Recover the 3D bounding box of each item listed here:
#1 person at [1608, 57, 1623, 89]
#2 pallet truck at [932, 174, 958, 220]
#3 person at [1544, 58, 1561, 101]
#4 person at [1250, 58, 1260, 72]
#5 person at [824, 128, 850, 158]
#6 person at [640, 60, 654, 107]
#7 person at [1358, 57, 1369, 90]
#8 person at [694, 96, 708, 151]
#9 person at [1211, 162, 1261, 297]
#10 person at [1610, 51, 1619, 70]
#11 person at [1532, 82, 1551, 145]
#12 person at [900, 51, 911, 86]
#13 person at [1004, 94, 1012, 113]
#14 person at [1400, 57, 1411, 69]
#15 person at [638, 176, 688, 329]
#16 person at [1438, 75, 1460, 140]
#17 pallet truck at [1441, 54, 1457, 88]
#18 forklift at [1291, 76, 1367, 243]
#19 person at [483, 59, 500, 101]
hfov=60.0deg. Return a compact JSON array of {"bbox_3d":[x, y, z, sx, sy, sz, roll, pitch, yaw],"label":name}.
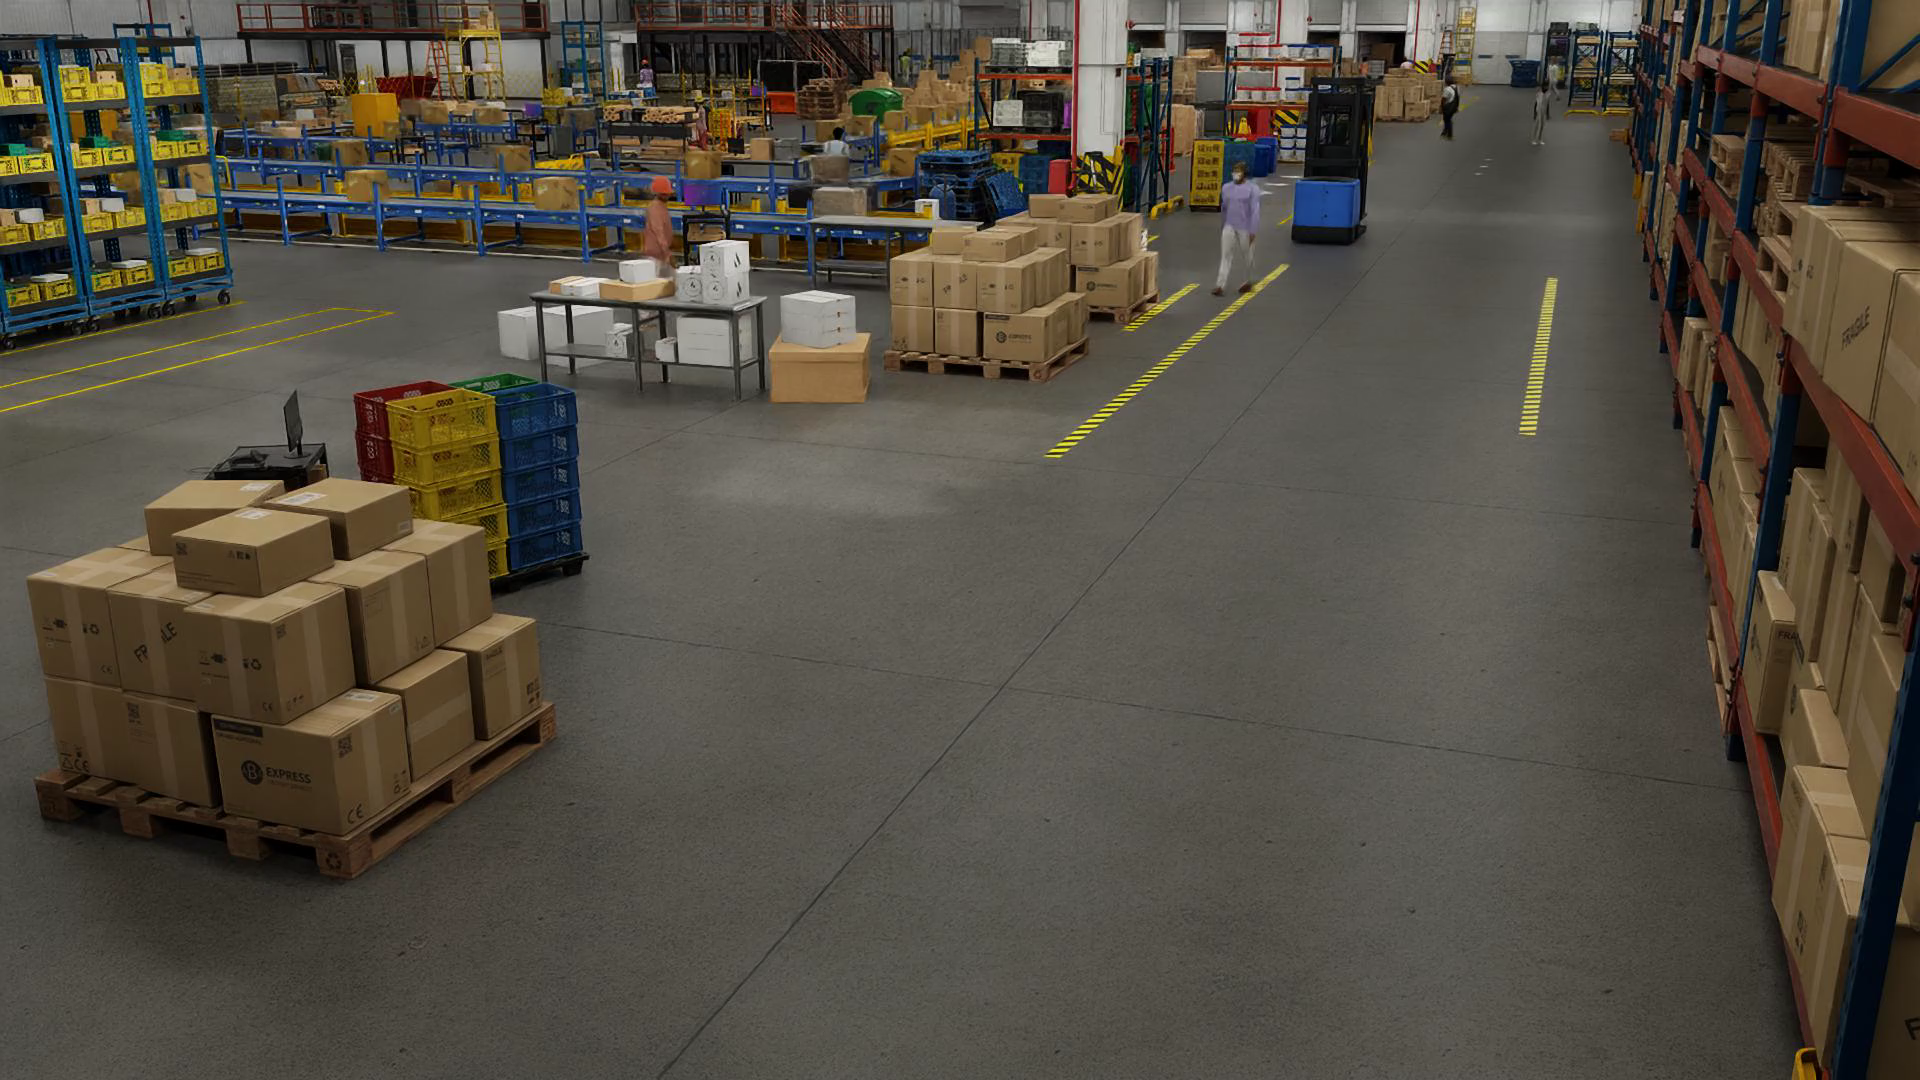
[{"bbox_3d":[31.346,-22.117,79.418,0.923,1.807,0.500,11,20,30],"label":"person"},{"bbox_3d":[-0.507,-5.292,27.348,0.653,1.274,1.630,6,19,19],"label":"pallet truck"},{"bbox_3d":[26.697,-20.701,74.813,0.999,1.904,0.644,-1,18,-4],"label":"person"},{"bbox_3d":[14.547,-22.974,82.190,0.484,1.744,0.294,4,18,13],"label":"person"},{"bbox_3d":[-2.515,-7.596,34.039,0.541,1.624,0.906,0,18,0],"label":"person"},{"bbox_3d":[-12.595,-18.232,66.817,0.608,2.034,0.397,-15,23,-40],"label":"person"},{"bbox_3d":[20.506,-23.760,84.762,0.538,1.675,0.628,-11,20,-30],"label":"person"},{"bbox_3d":[-6.887,-10.899,44.210,0.312,1.769,0.525,-6,19,-18],"label":"person"},{"bbox_3d":[3.953,-4.415,23.647,0.651,1.884,1.012,13,22,35],"label":"person"},{"bbox_3d":[33.522,-24.016,85.150,0.551,1.932,0.378,3,18,9],"label":"person"},{"bbox_3d":[17.658,-12.946,50.481,0.535,1.864,0.309,-5,18,-14],"label":"person"},{"bbox_3d":[-2.958,-25.540,90.122,0.623,1.823,0.752,2,18,5],"label":"person"},{"bbox_3d":[1.321,-10.902,44.142,0.602,1.810,0.654,5,18,16],"label":"person"},{"bbox_3d":[21.247,-22.168,79.526,0.631,1.829,0.431,-12,21,-32],"label":"person"},{"bbox_3d":[-3.700,-3.630,21.087,1.017,1.929,0.623,2,18,8],"label":"person"},{"bbox_3d":[15.309,-13.641,52.379,0.697,2.000,0.858,-15,23,-38],"label":"person"},{"bbox_3d":[22.765,-21.886,78.355,0.823,1.965,1.885,-4,18,-14],"label":"pallet truck"},{"bbox_3d":[6.598,-6.755,29.381,1.129,2.768,1.873,6,19,19],"label":"forklift"},{"bbox_3d":[-21.183,-20.680,74.828,0.956,1.847,0.591,8,19,22],"label":"person"}]
